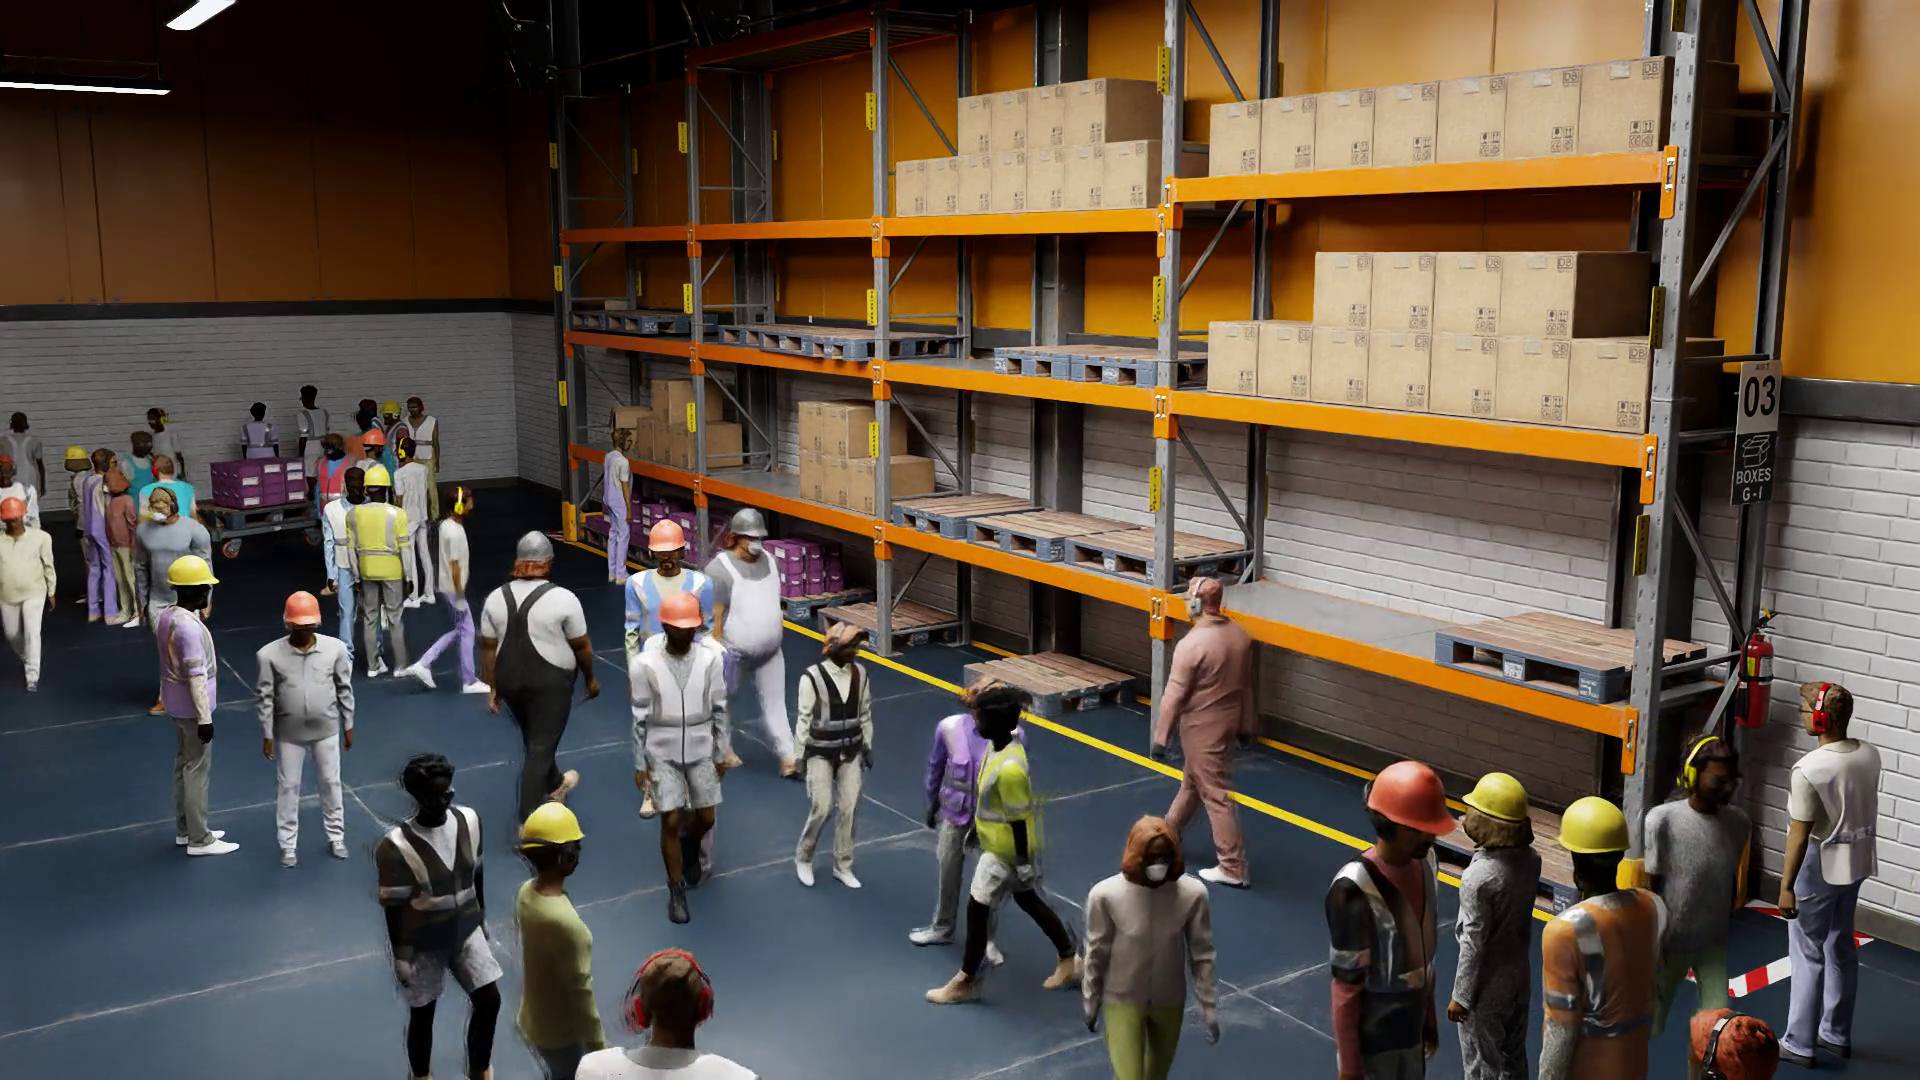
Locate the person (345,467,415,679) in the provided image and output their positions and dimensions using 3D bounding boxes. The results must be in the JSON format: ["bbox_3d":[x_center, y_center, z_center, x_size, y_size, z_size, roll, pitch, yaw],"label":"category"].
[{"bbox_3d":[-5.210,0.299,15.004,0.593,1.925,0.376,1,10,5],"label":"person"}]

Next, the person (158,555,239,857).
[{"bbox_3d":[-4.868,1.048,10.599,0.378,1.925,0.594,-7,12,-37],"label":"person"}]

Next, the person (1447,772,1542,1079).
[{"bbox_3d":[2.155,1.790,6.780,0.487,1.746,0.287,-9,13,-42],"label":"person"}]

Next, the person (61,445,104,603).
[{"bbox_3d":[-9.656,-0.174,18.311,0.313,1.744,0.487,-3,10,-16],"label":"person"}]

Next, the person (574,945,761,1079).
[{"bbox_3d":[-0.855,2.082,4.983,0.576,1.776,0.984,0,10,2],"label":"person"}]

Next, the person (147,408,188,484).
[{"bbox_3d":[-10.412,-0.810,21.735,0.547,1.844,0.562,4,10,20],"label":"person"}]

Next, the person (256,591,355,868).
[{"bbox_3d":[-4.080,1.172,10.416,0.572,1.743,0.349,-5,11,-27],"label":"person"}]

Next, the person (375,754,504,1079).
[{"bbox_3d":[-2.216,1.749,7.219,0.610,1.670,0.551,8,13,40],"label":"person"}]

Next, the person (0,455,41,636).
[{"bbox_3d":[-9.395,0.097,16.426,0.582,1.841,0.926,-5,11,-28],"label":"person"}]

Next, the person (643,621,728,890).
[{"bbox_3d":[-1.639,1.197,10.033,0.595,1.820,0.432,4,10,20],"label":"person"}]

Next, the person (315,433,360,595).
[{"bbox_3d":[-6.968,-0.275,18.765,0.650,1.857,0.493,3,10,18],"label":"person"}]

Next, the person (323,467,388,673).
[{"bbox_3d":[-5.478,0.277,15.169,0.589,1.914,0.392,-4,11,-24],"label":"person"}]

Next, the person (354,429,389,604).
[{"bbox_3d":[-6.407,-0.256,18.259,0.543,1.929,0.384,9,13,42],"label":"person"}]

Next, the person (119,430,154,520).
[{"bbox_3d":[-9.601,-0.380,19.372,0.839,1.804,0.553,3,10,16],"label":"person"}]

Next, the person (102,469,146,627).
[{"bbox_3d":[-8.637,0.082,17.131,0.507,1.631,0.266,6,12,33],"label":"person"}]

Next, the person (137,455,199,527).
[{"bbox_3d":[-7.981,0.057,16.879,0.707,1.821,0.588,6,11,31],"label":"person"}]

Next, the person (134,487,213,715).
[{"bbox_3d":[-6.507,0.503,13.784,0.635,1.930,0.354,1,10,3],"label":"person"}]

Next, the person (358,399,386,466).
[{"bbox_3d":[-8.168,-1.036,23.083,0.429,1.844,0.626,-3,10,-19],"label":"person"}]

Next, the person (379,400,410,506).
[{"bbox_3d":[-7.830,-1.031,23.107,0.403,1.824,0.594,-7,12,-35],"label":"person"}]

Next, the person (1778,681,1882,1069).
[{"bbox_3d":[4.058,1.573,7.794,0.560,1.836,0.394,-5,11,-29],"label":"person"}]

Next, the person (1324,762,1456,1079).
[{"bbox_3d":[1.566,1.778,6.036,0.410,2.030,0.611,9,14,44],"label":"person"}]

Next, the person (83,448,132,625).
[{"bbox_3d":[-8.866,-0.035,17.261,0.519,1.834,0.355,6,11,30],"label":"person"}]

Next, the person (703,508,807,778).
[{"bbox_3d":[-1.523,0.731,12.127,0.701,2.000,1.031,-8,12,-38],"label":"person"}]

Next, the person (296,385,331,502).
[{"bbox_3d":[-9.344,-1.255,24.029,0.369,1.958,0.602,3,10,19],"label":"person"}]

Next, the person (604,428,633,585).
[{"bbox_3d":[-3.942,-0.390,19.328,0.357,1.835,0.516,-7,12,-37],"label":"person"}]

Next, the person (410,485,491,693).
[{"bbox_3d":[-4.400,0.441,14.395,0.634,1.852,0.546,-4,10,-20],"label":"person"}]

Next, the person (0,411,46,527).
[{"bbox_3d":[-12.020,-0.734,21.332,0.539,1.830,0.457,-5,11,-27],"label":"person"}]

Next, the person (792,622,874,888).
[{"bbox_3d":[-0.771,1.301,10.023,0.589,1.617,0.351,-7,12,-35],"label":"person"}]

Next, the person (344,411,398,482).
[{"bbox_3d":[-7.457,-0.709,21.148,0.638,1.855,1.014,3,10,16],"label":"person"}]

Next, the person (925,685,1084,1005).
[{"bbox_3d":[0.275,1.543,8.479,0.836,1.652,0.521,0,10,0],"label":"person"}]

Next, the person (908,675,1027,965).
[{"bbox_3d":[0.039,1.490,8.942,0.657,1.605,0.386,2,10,13],"label":"person"}]

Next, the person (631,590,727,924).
[{"bbox_3d":[-1.633,1.216,9.654,0.563,1.926,0.596,-3,10,-19],"label":"person"}]

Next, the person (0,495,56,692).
[{"bbox_3d":[-8.319,0.441,14.738,0.574,1.728,0.720,-4,10,-21],"label":"person"}]

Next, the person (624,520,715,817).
[{"bbox_3d":[-1.964,0.870,11.300,0.605,2.045,0.377,-2,10,-9],"label":"person"}]

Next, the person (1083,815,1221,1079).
[{"bbox_3d":[0.773,1.890,6.572,0.520,1.604,0.727,-2,10,-9],"label":"person"}]

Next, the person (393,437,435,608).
[{"bbox_3d":[-5.959,-0.195,18.090,0.332,1.864,0.505,5,11,26],"label":"person"}]

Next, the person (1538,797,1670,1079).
[{"bbox_3d":[2.224,1.851,5.891,0.591,1.923,0.382,-6,11,-32],"label":"person"}]

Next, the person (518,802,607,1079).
[{"bbox_3d":[-1.533,1.864,6.368,0.501,1.743,0.553,-5,11,-27],"label":"person"}]

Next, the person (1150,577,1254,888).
[{"bbox_3d":[1.407,1.144,10.208,0.952,1.860,0.679,9,13,41],"label":"person"}]

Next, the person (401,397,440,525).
[{"bbox_3d":[-7.663,-1.126,23.653,0.567,1.834,0.404,1,10,4],"label":"person"}]

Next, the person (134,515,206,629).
[{"bbox_3d":[-6.659,0.572,14.050,0.528,1.724,0.843,-1,10,-7],"label":"person"}]

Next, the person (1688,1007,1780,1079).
[{"bbox_3d":[2.001,2.135,4.371,0.575,1.880,0.358,-4,10,-21],"label":"person"}]

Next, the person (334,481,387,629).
[{"bbox_3d":[-6.161,0.121,17.041,0.878,1.583,0.505,6,11,30],"label":"person"}]

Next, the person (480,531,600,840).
[{"bbox_3d":[-2.773,0.908,11.088,0.689,2.000,1.067,4,10,20],"label":"person"}]

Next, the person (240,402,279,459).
[{"bbox_3d":[-10.168,-1.155,24.203,0.537,1.695,0.320,-1,10,-6],"label":"person"}]

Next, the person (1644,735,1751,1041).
[{"bbox_3d":[3.068,1.692,7.090,0.517,1.838,0.865,-1,10,-7],"label":"person"}]
